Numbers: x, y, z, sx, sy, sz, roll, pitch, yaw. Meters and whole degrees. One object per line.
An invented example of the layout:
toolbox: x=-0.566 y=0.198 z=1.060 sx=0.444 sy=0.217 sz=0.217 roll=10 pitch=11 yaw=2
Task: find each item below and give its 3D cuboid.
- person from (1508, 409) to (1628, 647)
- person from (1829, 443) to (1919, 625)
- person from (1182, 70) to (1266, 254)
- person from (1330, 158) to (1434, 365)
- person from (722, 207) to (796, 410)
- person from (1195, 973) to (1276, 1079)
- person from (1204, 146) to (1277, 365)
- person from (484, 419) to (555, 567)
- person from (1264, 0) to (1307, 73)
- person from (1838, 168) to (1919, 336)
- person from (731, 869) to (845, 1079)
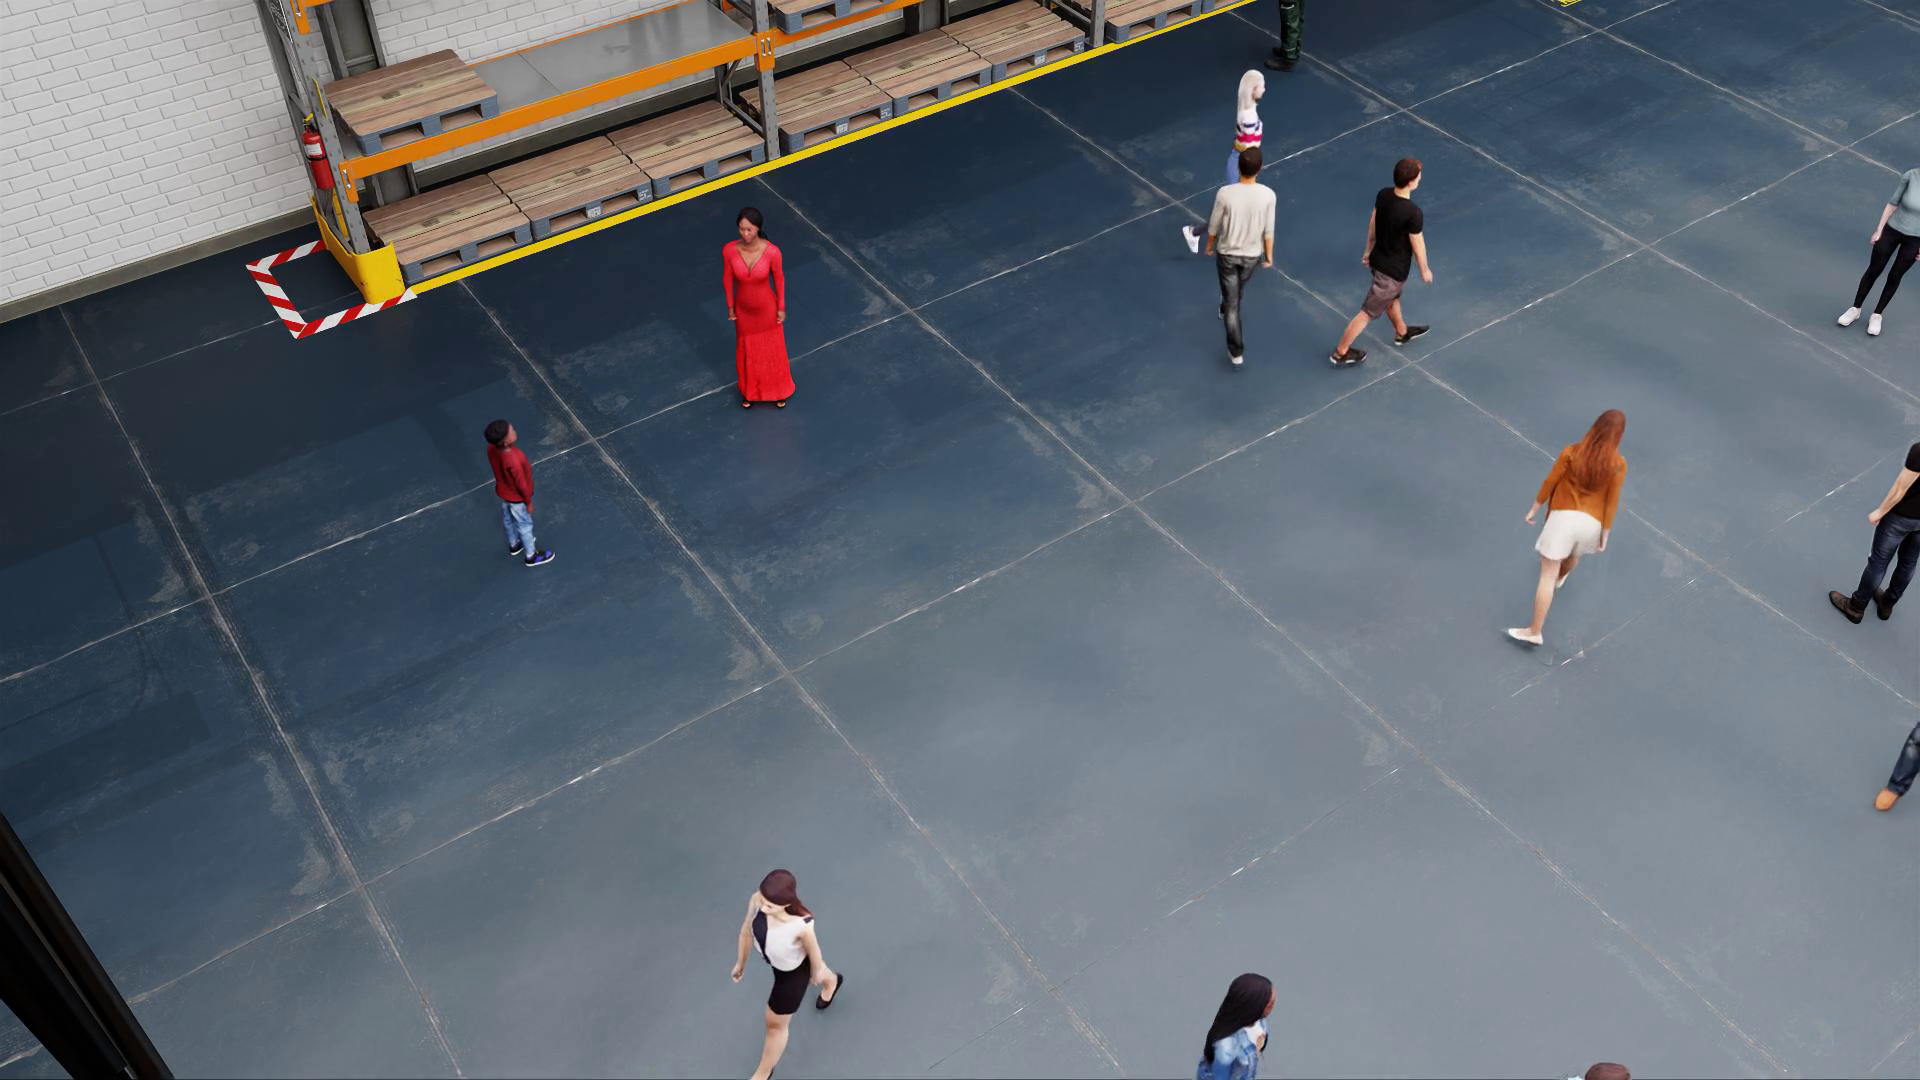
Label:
person: x=4.078 y=-0.041 z=11.082 sx=1.142 sy=1.660 sz=1.240 roll=8 pitch=44 yaw=8
person: x=6.362 y=-0.191 z=11.067 sx=0.696 sy=1.897 sz=0.818 roll=-4 pitch=44 yaw=-4
person: x=2.346 y=-3.188 z=14.291 sx=1.094 sy=1.790 sz=1.015 roll=5 pitch=44 yaw=5
person: x=3.392 y=-2.169 z=13.205 sx=1.247 sy=1.812 sz=0.896 roll=-13 pitch=45 yaw=-13
person: x=-1.554 y=-1.774 z=12.810 sx=0.712 sy=1.784 sz=0.791 roll=2 pitch=44 yaw=2
person: x=1.277 y=2.660 z=8.218 sx=0.808 sy=1.699 sz=0.705 roll=22 pitch=48 yaw=21
person: x=2.241 y=-2.223 z=13.297 sx=1.196 sy=1.762 sz=1.157 roll=-1 pitch=44 yaw=-1
person: x=-3.143 y=-0.341 z=11.690 sx=0.535 sy=1.254 sz=0.534 roll=33 pitch=53 yaw=30
person: x=3.404 y=-5.704 z=16.853 sx=0.822 sy=1.899 sz=0.692 roll=18 pitch=46 yaw=18
person: x=7.691 y=-2.457 z=13.558 sx=0.648 sy=1.742 sz=0.624 roll=27 pitch=50 yaw=25
person: x=-0.859 y=2.189 z=8.786 sx=0.795 sy=1.597 sz=1.165 roll=28 pitch=50 yaw=26
